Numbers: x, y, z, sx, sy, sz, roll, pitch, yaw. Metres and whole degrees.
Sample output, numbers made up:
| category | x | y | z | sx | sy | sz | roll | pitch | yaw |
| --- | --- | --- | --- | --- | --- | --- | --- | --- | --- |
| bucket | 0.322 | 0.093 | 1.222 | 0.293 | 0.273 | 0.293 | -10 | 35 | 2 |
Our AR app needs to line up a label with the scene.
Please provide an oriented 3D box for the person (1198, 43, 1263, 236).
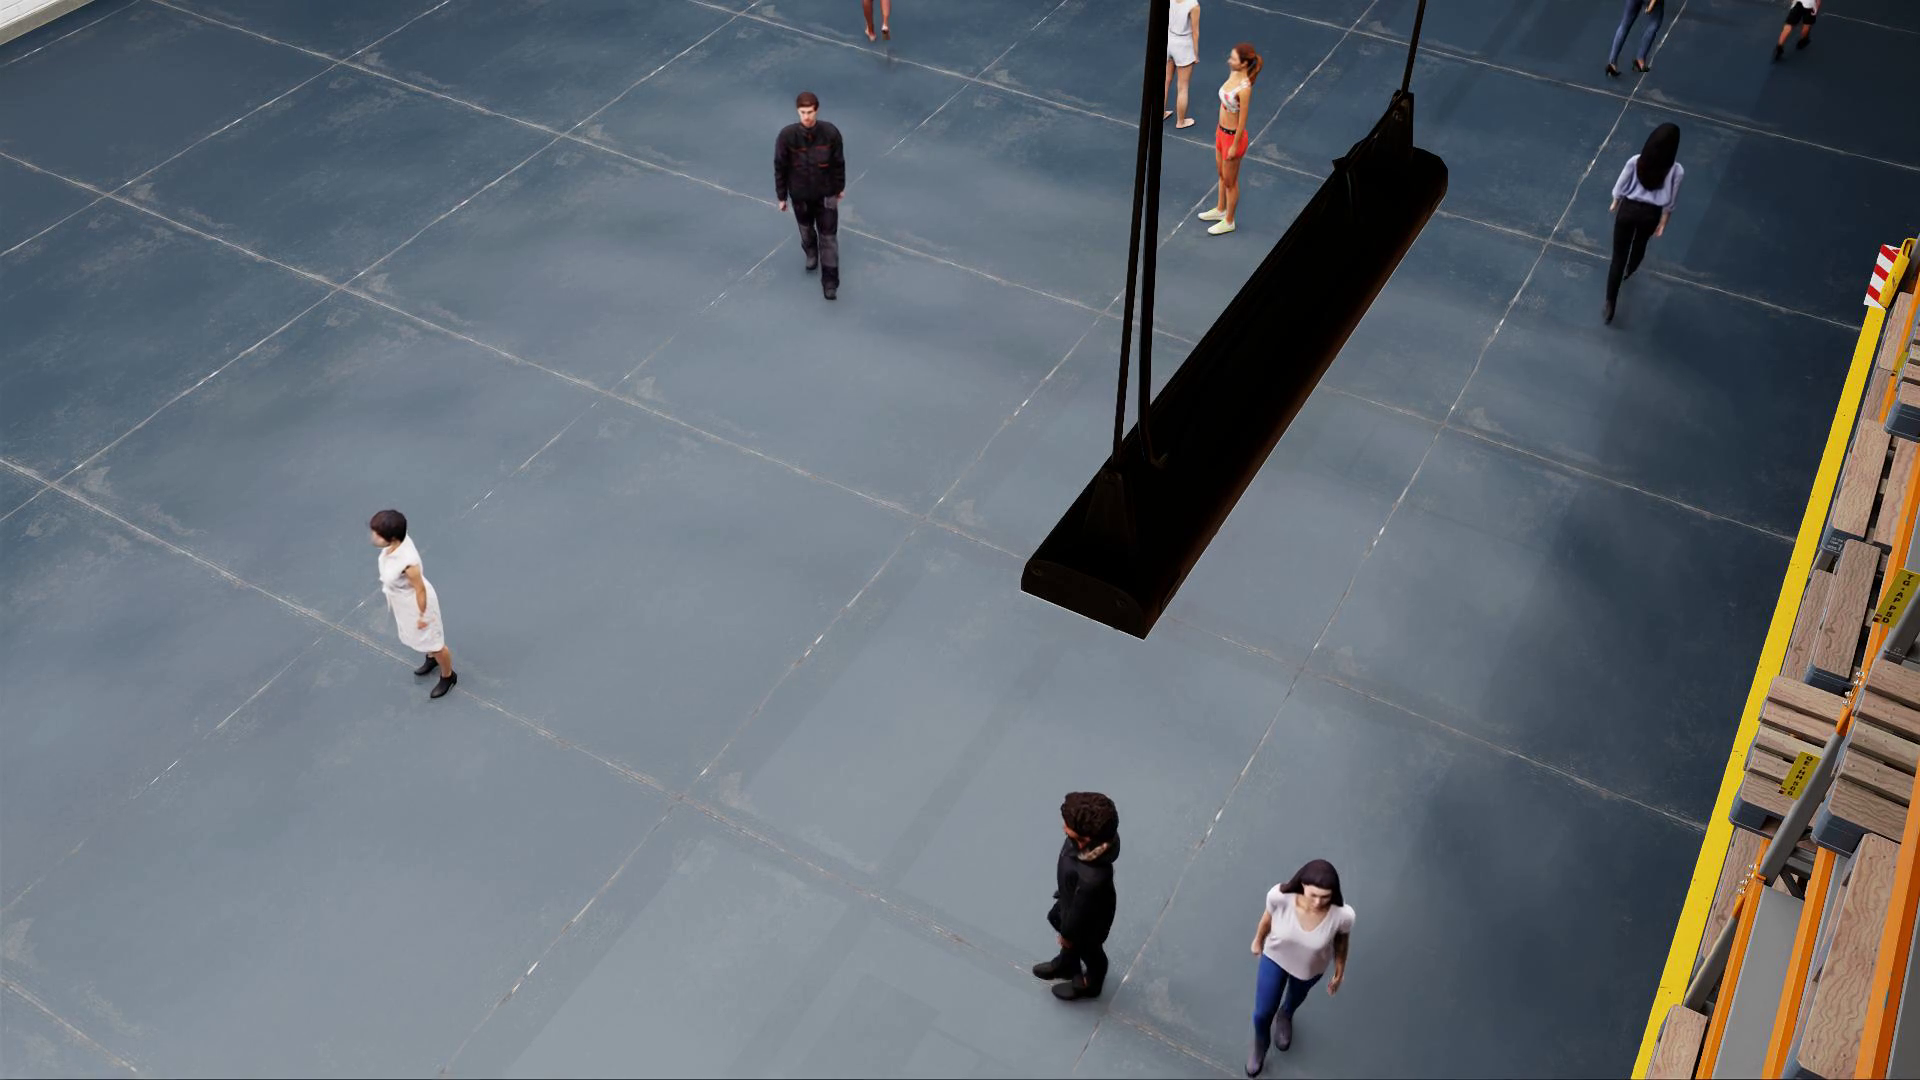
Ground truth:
| category | x | y | z | sx | sy | sz | roll | pitch | yaw |
| --- | --- | --- | --- | --- | --- | --- | --- | --- | --- |
| person | 2.394 | -3.540 | 14.641 | 0.743 | 1.792 | 0.677 | -8 | 44 | -8 |

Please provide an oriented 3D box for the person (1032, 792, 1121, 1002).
| category | x | y | z | sx | sy | sz | roll | pitch | yaw |
| --- | --- | --- | --- | --- | --- | --- | --- | --- | --- |
| person | 0.755 | 1.939 | 8.908 | 0.831 | 1.766 | 0.744 | 0 | 44 | 1 |

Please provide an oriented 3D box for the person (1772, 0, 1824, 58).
| category | x | y | z | sx | sy | sz | roll | pitch | yaw |
| --- | --- | --- | --- | --- | --- | --- | --- | --- | --- |
| person | 8.716 | -5.565 | 17.168 | 0.934 | 1.238 | 0.657 | -33 | 53 | -30 |

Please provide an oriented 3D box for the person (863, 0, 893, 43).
| category | x | y | z | sx | sy | sz | roll | pitch | yaw |
| --- | --- | --- | --- | --- | --- | --- | --- | --- | --- |
| person | -0.882 | -5.928 | 17.211 | 0.893 | 1.705 | 0.964 | -8 | 44 | -8 |

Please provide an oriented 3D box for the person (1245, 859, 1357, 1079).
| category | x | y | z | sx | sy | sz | roll | pitch | yaw |
| --- | --- | --- | --- | --- | --- | --- | --- | --- | --- |
| person | 1.775 | 2.140 | 8.767 | 0.734 | 1.670 | 0.790 | 10 | 45 | 10 |

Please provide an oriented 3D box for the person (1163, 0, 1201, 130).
| category | x | y | z | sx | sy | sz | roll | pitch | yaw |
| --- | --- | --- | --- | --- | --- | --- | --- | --- | --- |
| person | 2.113 | -4.759 | 16.059 | 0.615 | 1.602 | 0.616 | 33 | 52 | 29 |

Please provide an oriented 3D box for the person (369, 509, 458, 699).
| category | x | y | z | sx | sy | sz | roll | pitch | yaw |
| --- | --- | --- | --- | --- | --- | --- | --- | --- | --- |
| person | -3.508 | 0.385 | 10.694 | 0.644 | 1.553 | 0.633 | -25 | 49 | -24 |

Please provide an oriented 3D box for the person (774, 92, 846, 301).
| category | x | y | z | sx | sy | sz | roll | pitch | yaw |
| --- | --- | --- | --- | --- | --- | --- | --- | --- | --- |
| person | -1.244 | -2.983 | 14.059 | 1.125 | 1.789 | 1.270 | -3 | 44 | -3 |

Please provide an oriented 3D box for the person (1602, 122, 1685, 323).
| category | x | y | z | sx | sy | sz | roll | pitch | yaw |
| --- | --- | --- | --- | --- | --- | --- | --- | --- | --- |
| person | 5.561 | -2.578 | 13.693 | 0.814 | 1.707 | 1.130 | 11 | 45 | 12 |

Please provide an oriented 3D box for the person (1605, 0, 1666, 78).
| category | x | y | z | sx | sy | sz | roll | pitch | yaw |
| --- | --- | --- | --- | --- | --- | --- | --- | --- | --- |
| person | 6.774 | -5.463 | 16.669 | 0.858 | 1.780 | 0.785 | -17 | 46 | -17 |
